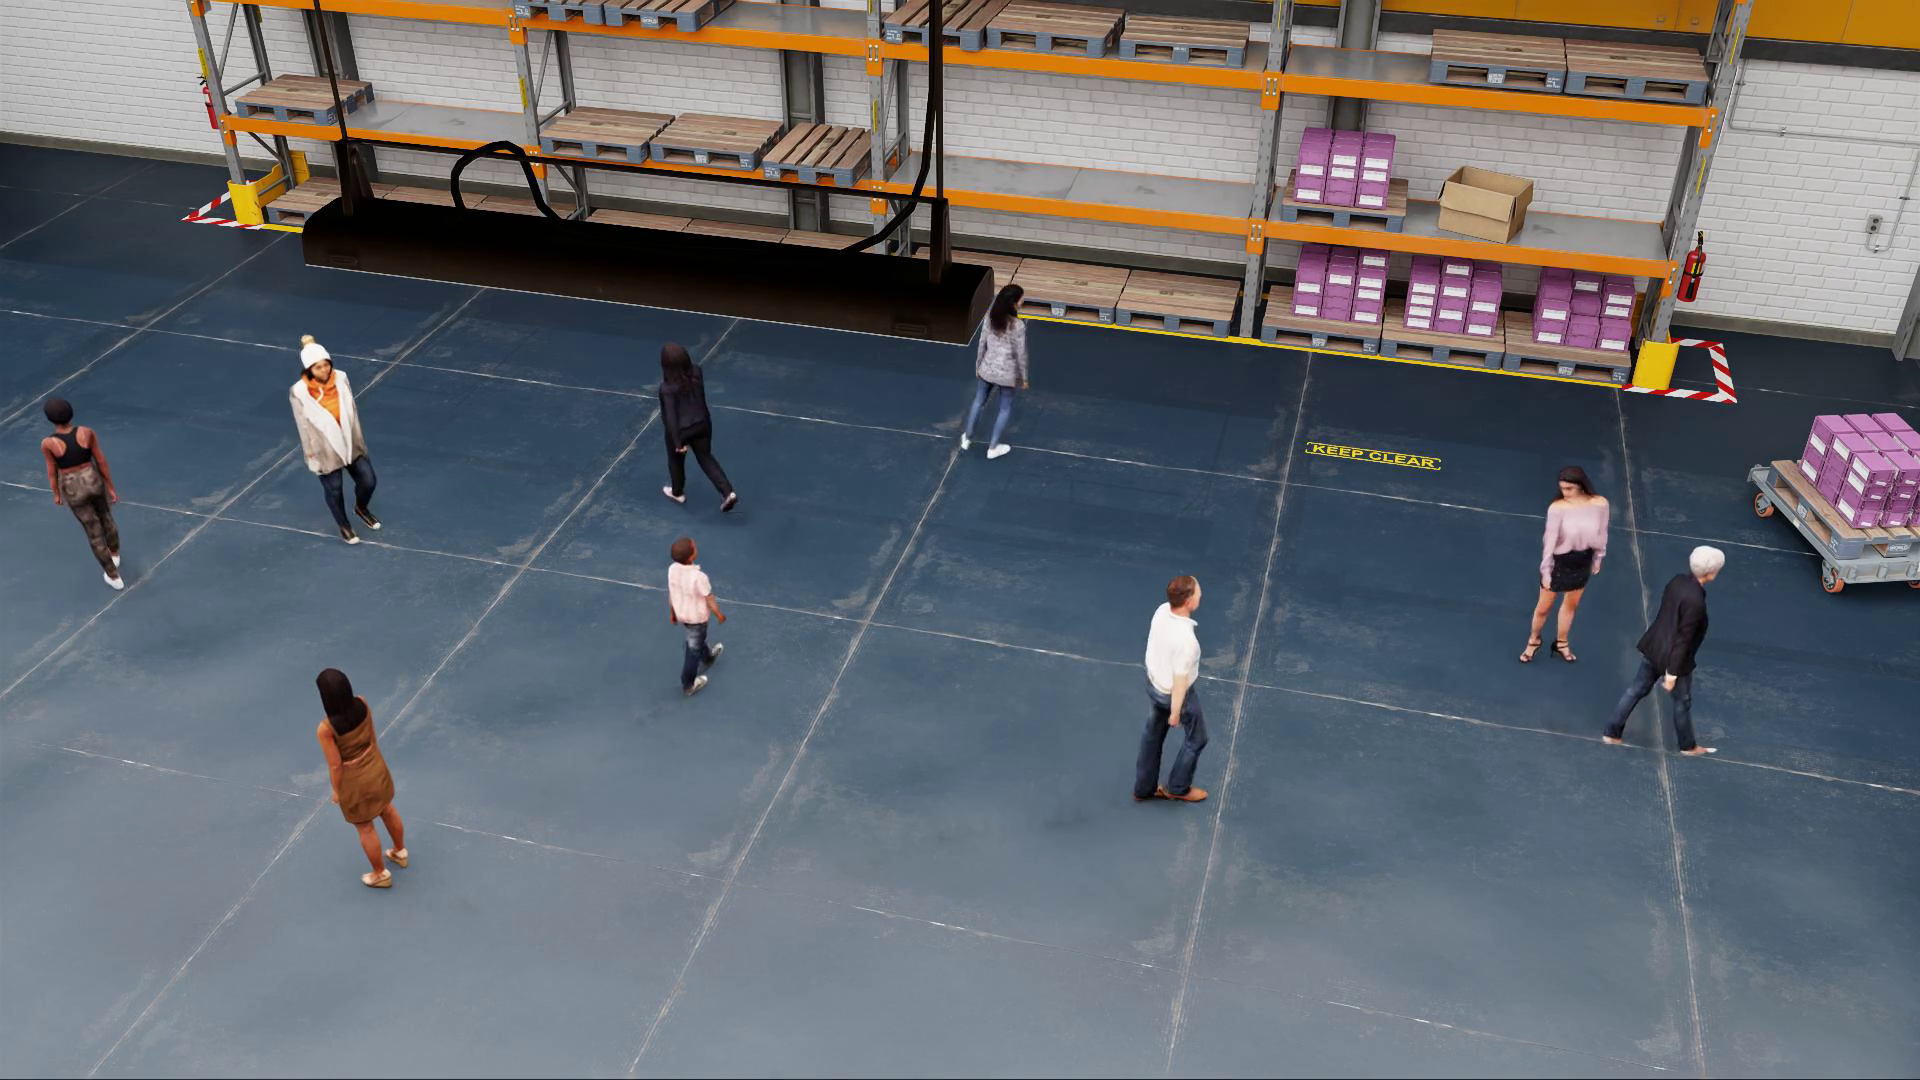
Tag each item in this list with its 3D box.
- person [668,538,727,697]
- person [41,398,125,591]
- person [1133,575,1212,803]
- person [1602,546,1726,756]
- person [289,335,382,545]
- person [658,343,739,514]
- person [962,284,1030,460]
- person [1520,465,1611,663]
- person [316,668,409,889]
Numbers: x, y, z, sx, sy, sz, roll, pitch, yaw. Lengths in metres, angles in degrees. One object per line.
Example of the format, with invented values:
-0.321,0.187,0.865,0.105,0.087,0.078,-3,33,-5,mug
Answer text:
-2.008,0.582,12.201,0.785,1.288,0.730,23,40,30,person
-6.944,-0.349,13.246,0.835,1.682,0.950,-27,42,-34,person
1.308,1.022,11.044,0.903,1.837,0.848,-10,35,-15,person
4.870,0.843,11.649,1.099,1.744,0.942,3,34,5,person
-5.247,-0.851,13.821,0.817,1.882,0.837,-29,43,-36,person
-2.255,-0.924,14.199,1.154,1.586,0.918,25,41,32,person
0.322,-1.501,14.965,0.652,1.698,0.935,11,35,16,person
4.562,0.187,12.349,0.627,1.782,0.803,-10,35,-14,person
-3.779,1.494,10.468,0.552,1.689,0.587,13,36,19,person
